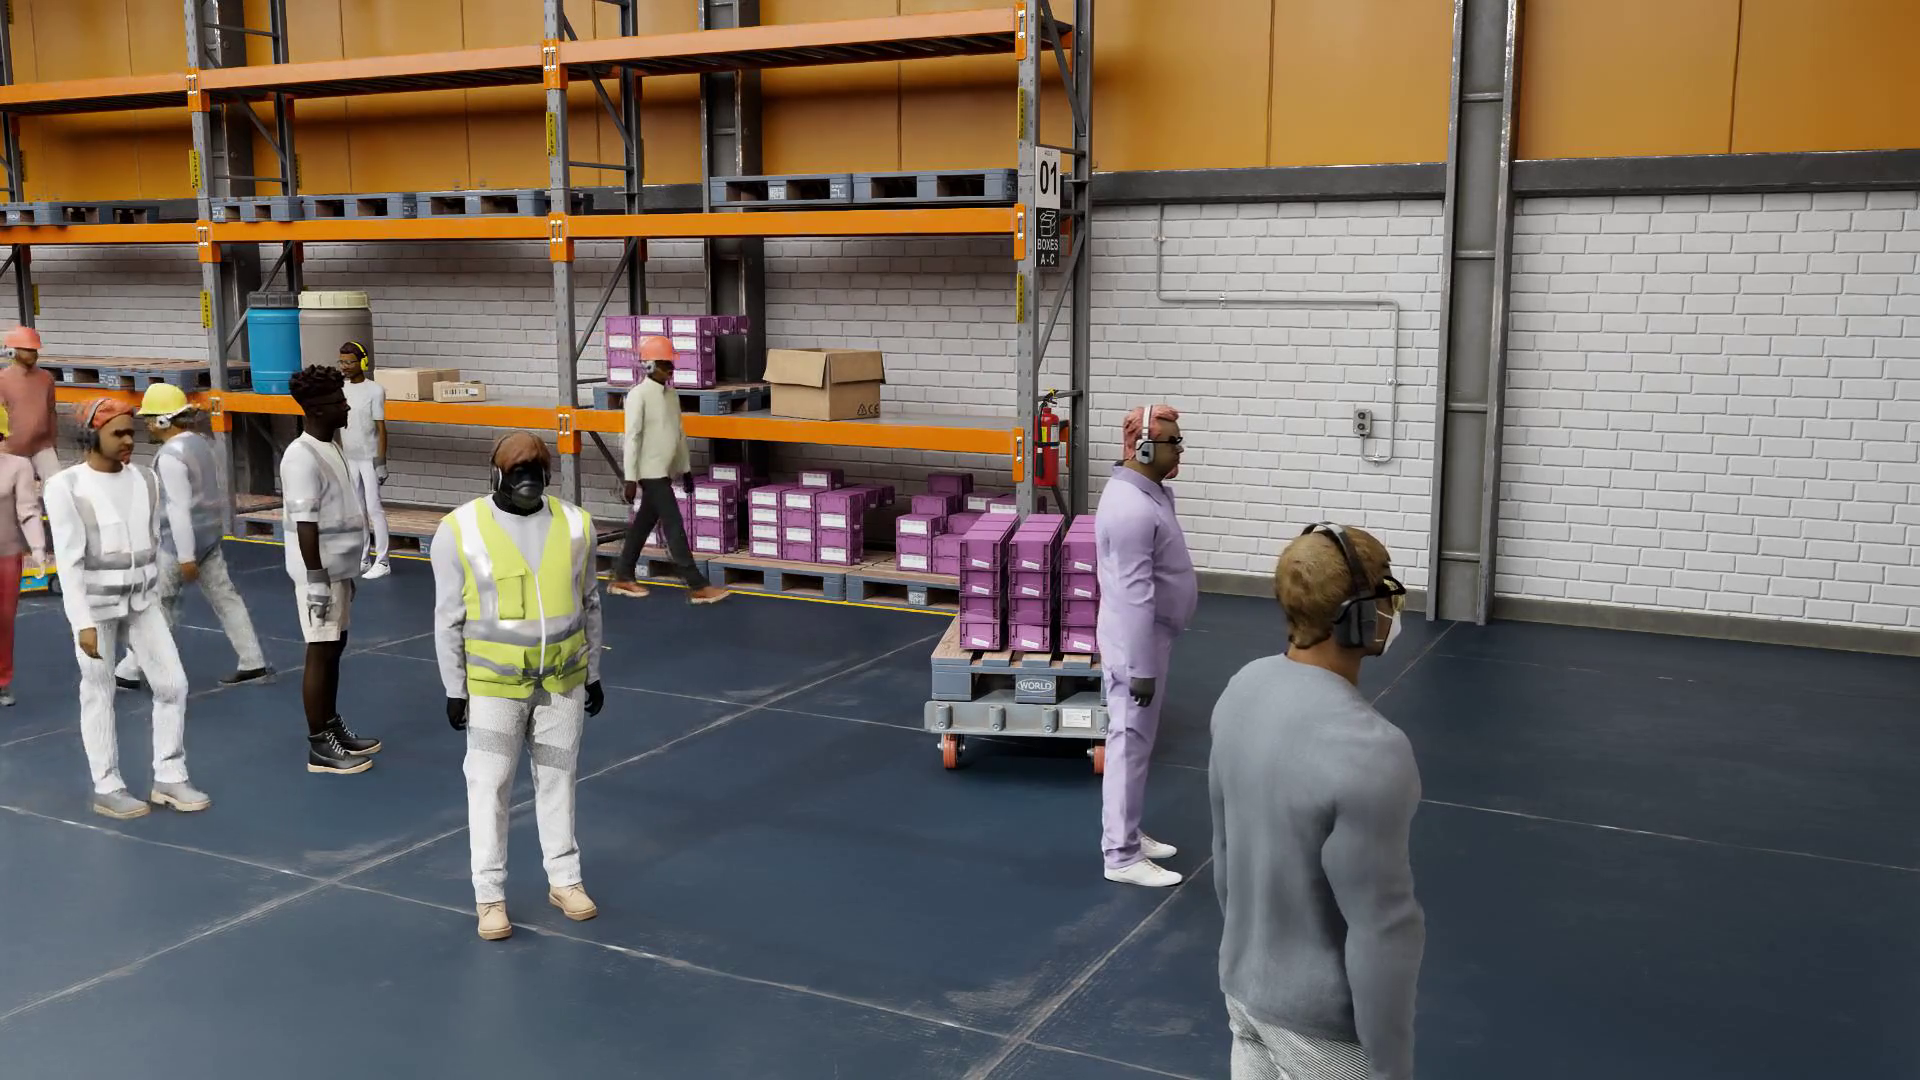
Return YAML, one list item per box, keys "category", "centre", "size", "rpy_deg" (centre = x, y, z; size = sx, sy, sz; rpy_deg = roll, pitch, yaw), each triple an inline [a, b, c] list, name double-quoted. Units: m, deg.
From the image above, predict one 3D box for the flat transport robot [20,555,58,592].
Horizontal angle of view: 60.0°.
- category: "flat transport robot"
  centre: [-7.122, 0.279, 12.371]
  size: [1.431, 0.197, 0.652]
  rpy_deg: [-8, 12, -40]

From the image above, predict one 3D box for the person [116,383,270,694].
- category: "person"
  centre: [-4.462, 0.000, 9.483]
  size: [0.958, 1.777, 0.593]
  rpy_deg: [-1, 9, -5]

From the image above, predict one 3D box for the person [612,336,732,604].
- category: "person"
  centre: [-2.157, -0.507, 12.091]
  size: [1.014, 1.940, 0.637]
  rpy_deg: [3, 10, 17]

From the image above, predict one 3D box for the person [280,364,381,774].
- category: "person"
  centre: [-3.055, 0.135, 8.042]
  size: [0.362, 1.966, 0.611]
  rpy_deg: [-2, 9, -9]

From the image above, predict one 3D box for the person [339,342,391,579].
- category: "person"
  centre: [-4.707, -0.623, 13.060]
  size: [0.509, 1.860, 0.334]
  rpy_deg: [5, 10, 28]

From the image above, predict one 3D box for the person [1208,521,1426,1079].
- category: "person"
  centre: [0.701, 0.923, 3.271]
  size: [0.372, 1.940, 0.630]
  rpy_deg: [-3, 10, -18]

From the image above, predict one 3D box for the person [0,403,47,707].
- category: "person"
  centre: [-5.238, 0.109, 8.968]
  size: [0.539, 1.716, 0.804]
  rpy_deg: [-8, 12, -39]

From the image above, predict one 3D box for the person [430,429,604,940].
- category: "person"
  centre: [-1.589, 0.515, 6.092]
  size: [0.627, 1.843, 0.429]
  rpy_deg: [-6, 11, -33]

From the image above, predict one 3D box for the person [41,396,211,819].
- category: "person"
  centre: [-3.610, 0.317, 7.224]
  size: [0.648, 1.863, 0.589]
  rpy_deg: [5, 10, 27]

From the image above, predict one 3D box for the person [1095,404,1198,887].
- category: "person"
  centre: [0.730, 0.413, 6.558]
  size: [0.402, 1.901, 0.647]
  rpy_deg: [1, 9, 7]

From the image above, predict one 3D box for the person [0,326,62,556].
- category: "person"
  centre: [-7.574, -0.764, 13.634]
  size: [0.993, 1.943, 0.656]
  rpy_deg: [4, 10, 25]
